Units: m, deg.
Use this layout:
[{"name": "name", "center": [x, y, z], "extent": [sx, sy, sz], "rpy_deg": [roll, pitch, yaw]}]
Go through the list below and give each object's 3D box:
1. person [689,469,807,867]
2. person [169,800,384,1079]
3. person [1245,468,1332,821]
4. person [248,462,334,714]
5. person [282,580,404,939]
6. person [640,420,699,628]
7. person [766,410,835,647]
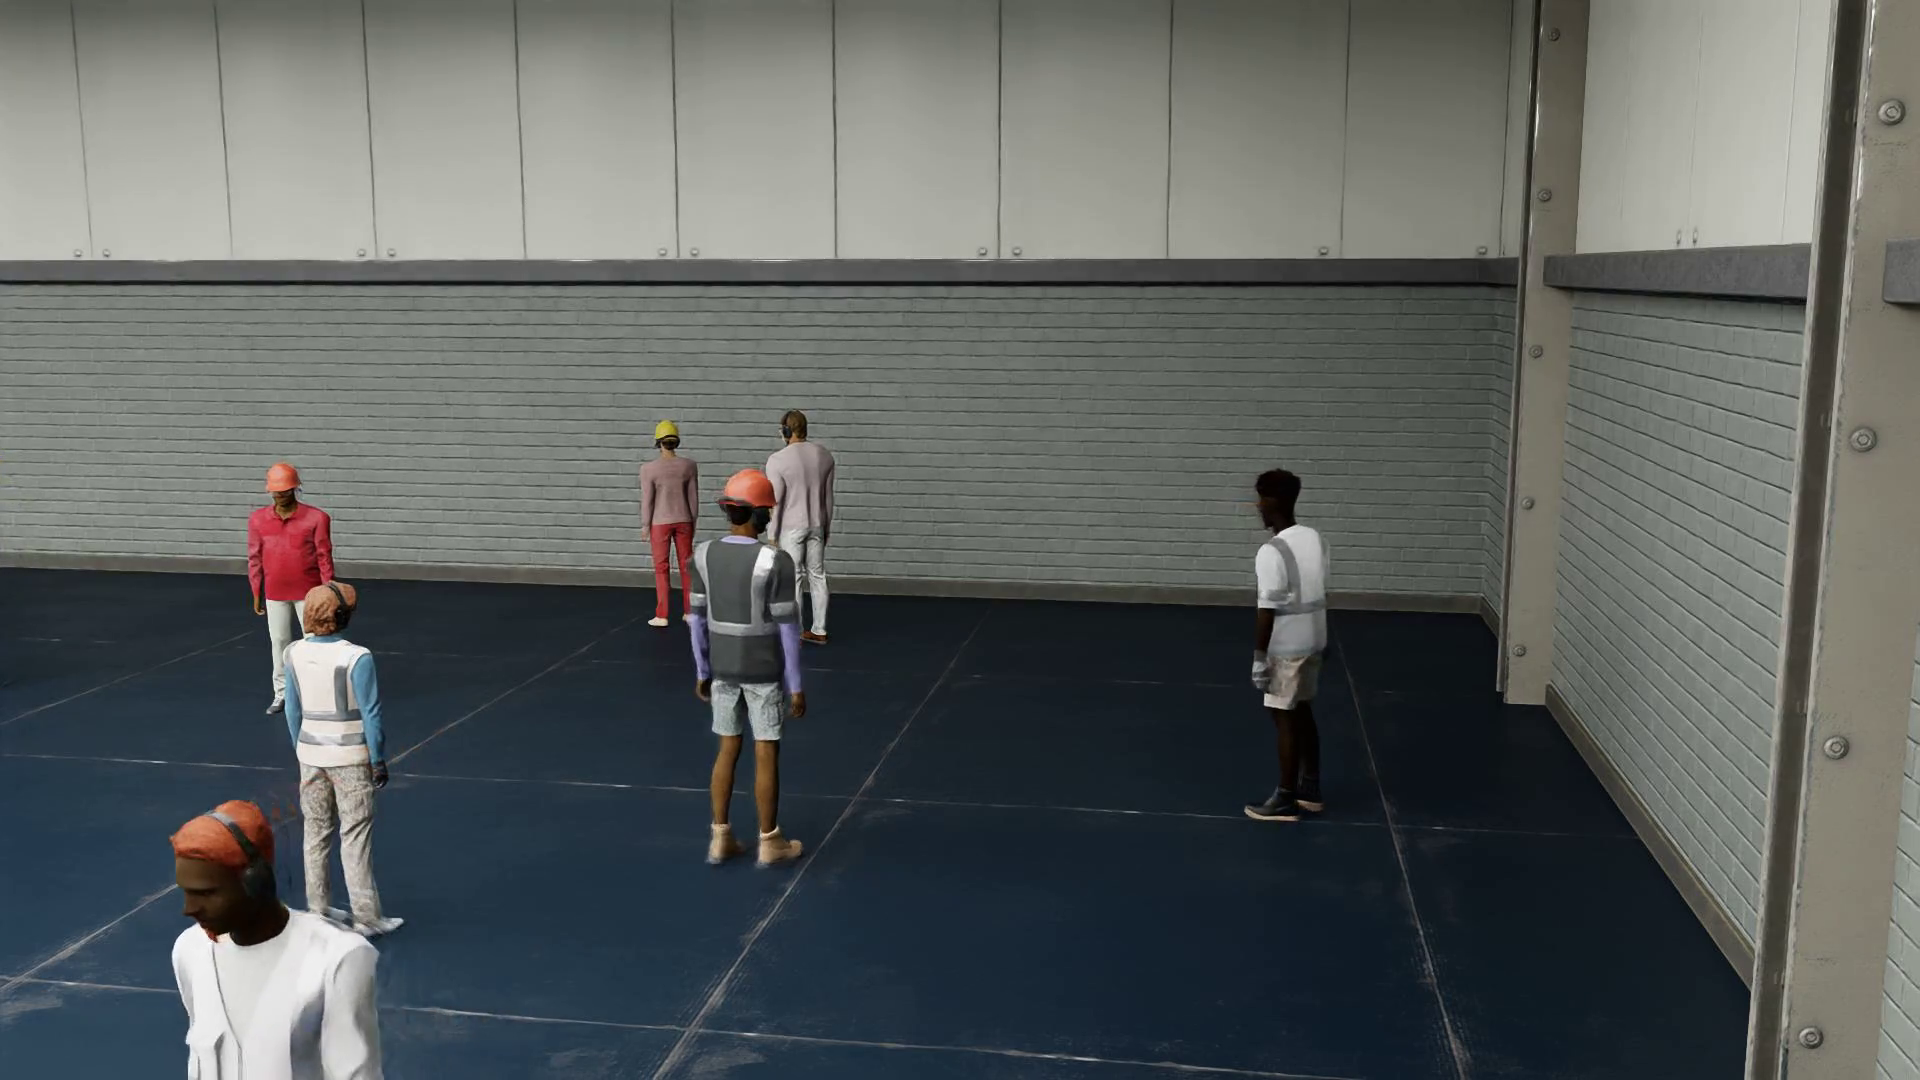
[{"name": "person", "center": [-1.069, 0.661, 8.449], "extent": [0.669, 2.034, 0.475], "rpy_deg": [4, 10, 26]}, {"name": "person", "center": [-1.553, 1.481, 3.984], "extent": [0.610, 1.845, 0.944], "rpy_deg": [2, 10, 14]}, {"name": "person", "center": [1.827, 0.575, 9.238], "extent": [0.412, 1.953, 0.688], "rpy_deg": [9, 13, 44]}, {"name": "person", "center": [-4.566, 0.335, 11.353], "extent": [0.568, 1.744, 0.359], "rpy_deg": [-1, 9, -4]}, {"name": "person", "center": [-2.821, 1.001, 7.549], "extent": [0.512, 1.642, 0.311], "rpy_deg": [4, 10, 21]}, {"name": "person", "center": [-2.476, -0.135, 14.177], "extent": [0.525, 1.769, 0.315], "rpy_deg": [-6, 11, -33]}, {"name": "person", "center": [-1.289, -0.081, 13.356], "extent": [0.633, 1.929, 0.377], "rpy_deg": [-8, 12, -39]}]
